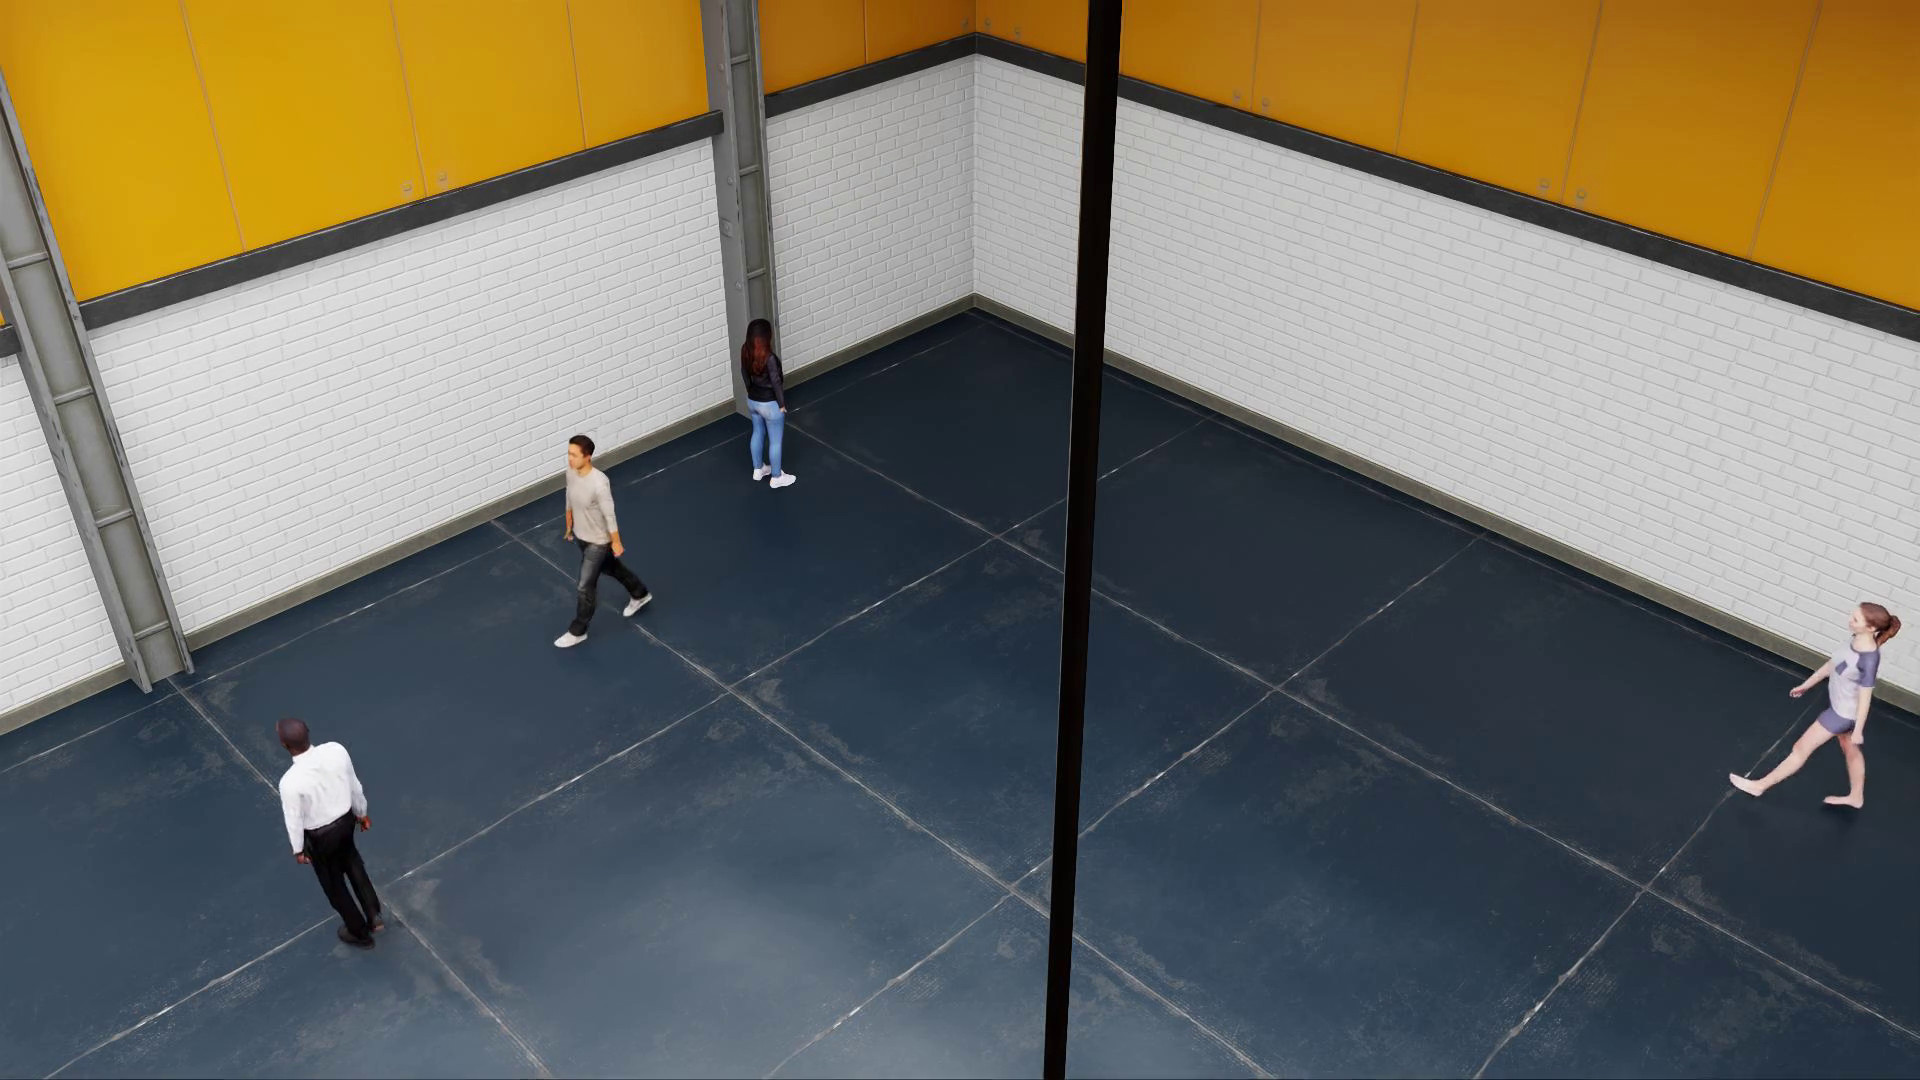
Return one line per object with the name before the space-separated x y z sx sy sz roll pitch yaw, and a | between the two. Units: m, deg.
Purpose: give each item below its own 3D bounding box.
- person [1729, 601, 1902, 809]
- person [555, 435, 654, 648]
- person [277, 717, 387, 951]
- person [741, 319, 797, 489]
person | 6.072 1.175 11.234 0.919 1.722 1.123 14 36 21
person | -2.788 -0.057 13.047 1.142 1.767 0.679 -28 43 -35
person | -3.779 1.837 10.148 0.804 1.822 0.727 20 38 27
person | -1.750 -1.243 14.951 0.637 1.635 0.557 27 42 34
